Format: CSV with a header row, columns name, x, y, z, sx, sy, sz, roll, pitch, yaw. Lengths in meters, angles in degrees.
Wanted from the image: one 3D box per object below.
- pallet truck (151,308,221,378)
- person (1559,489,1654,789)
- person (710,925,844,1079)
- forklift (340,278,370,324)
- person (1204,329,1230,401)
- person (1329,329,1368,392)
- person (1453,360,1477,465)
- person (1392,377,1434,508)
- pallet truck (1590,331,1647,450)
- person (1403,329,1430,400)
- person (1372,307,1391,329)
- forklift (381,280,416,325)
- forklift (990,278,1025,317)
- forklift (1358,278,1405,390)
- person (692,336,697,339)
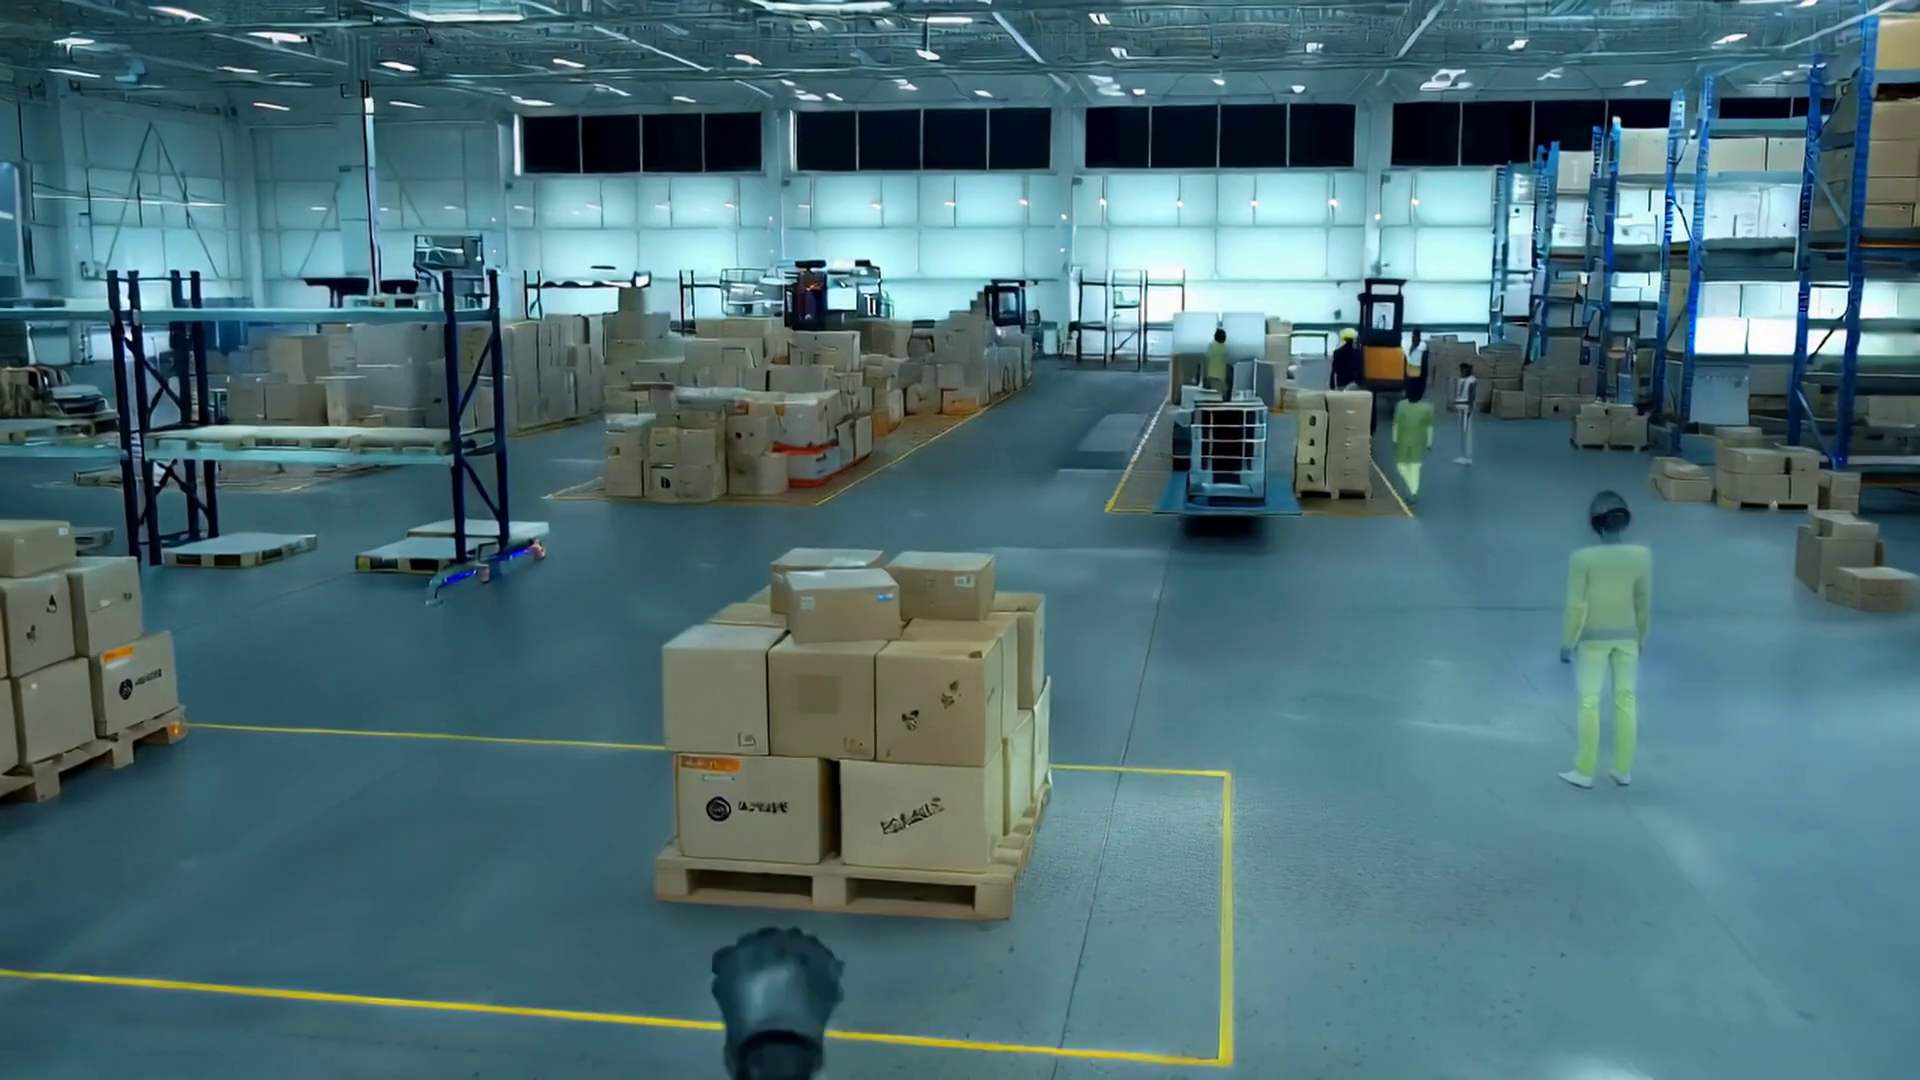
name,x,y,z,sx,sy,sz,roll,pitch,yaw
pallet truck,-21.869,-5.598,47.154,0.823,1.965,1.885,4,10,26
person,3.778,0.582,9.754,0.524,1.768,0.317,-1,9,-8
person,-0.326,1.604,2.871,0.643,1.947,0.431,-1,9,-8
forklift,-15.691,-5.423,43.358,1.129,2.768,1.873,8,12,40
person,4.937,-3.085,31.867,0.560,1.928,0.652,-7,11,-36
person,7.235,-2.926,30.848,0.670,1.939,1.027,9,13,43
person,7.925,-1.996,26.068,0.323,1.631,0.524,0,9,1
person,5.835,-1.265,21.416,0.534,1.683,0.500,5,11,30
pallet truck,11.253,-2.573,28.499,0.823,1.965,1.885,5,10,27
person,8.767,-3.088,31.957,0.397,1.911,0.587,-5,11,-29
person,12.758,-6.098,50.463,0.564,1.917,0.489,5,11,30
forklift,-11.958,-4.169,35.627,1.873,2.768,1.129,1,9,9
forklift,1.321,-5.926,46.464,1.129,2.768,1.873,1,9,9
forklift,10.792,-5.285,42.511,1.129,2.768,1.873,1,9,9
person,-5.622,-3.786,36.341,0.644,1.891,1.005,3,10,20
